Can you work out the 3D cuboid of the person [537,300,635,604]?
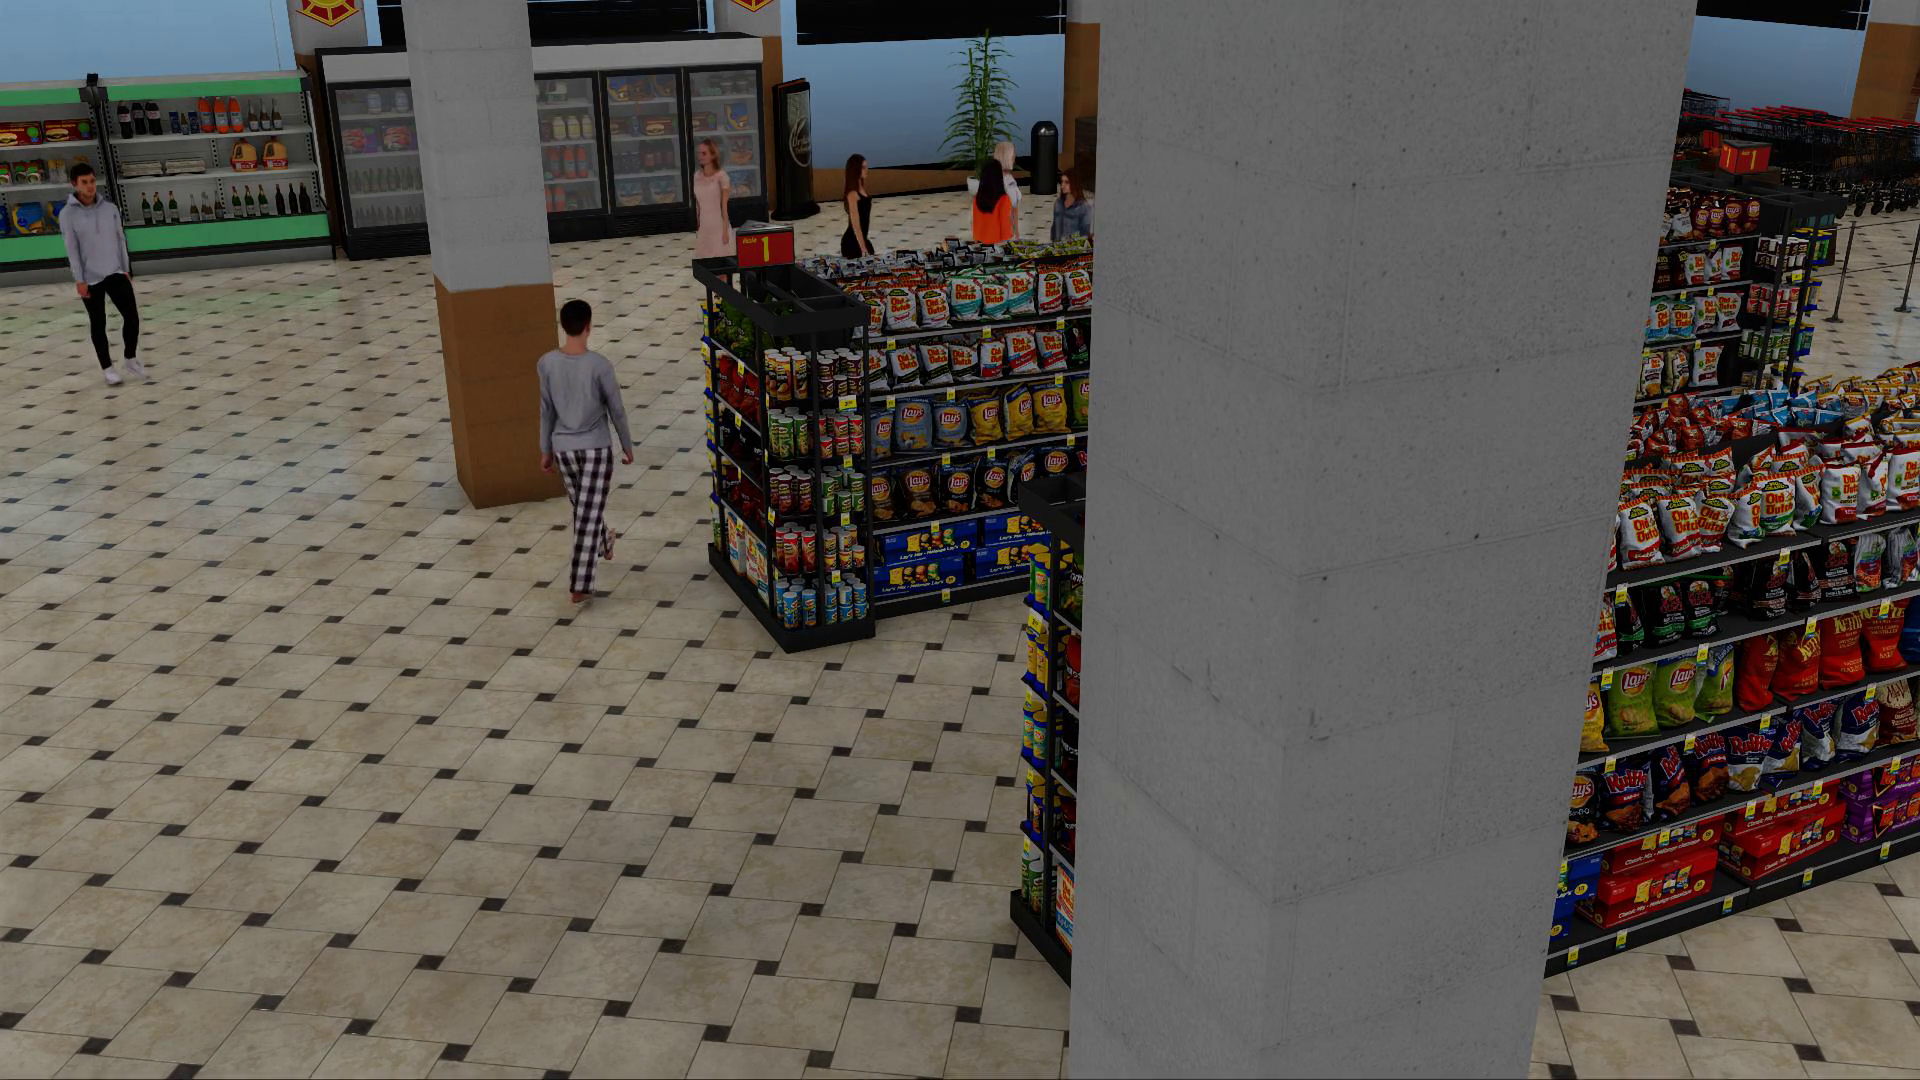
[{"bbox_3d":[-2.296,-0.490,10.024,1.187,1.803,1.135,3,22,8],"label":"person"}]

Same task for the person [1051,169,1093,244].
[{"bbox_3d":[1.072,-2.604,15.438,0.869,1.690,0.757,-20,29,-40],"label":"person"}]

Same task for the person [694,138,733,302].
[{"bbox_3d":[-2.343,-3.014,16.283,0.736,1.819,0.796,11,24,25],"label":"person"}]

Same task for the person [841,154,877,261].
[{"bbox_3d":[-1.080,-2.814,15.965,1.153,1.687,1.031,4,22,11],"label":"person"}]

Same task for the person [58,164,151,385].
[{"bbox_3d":[-7.470,-2.296,14.372,0.732,1.913,0.837,-20,29,-40],"label":"person"}]

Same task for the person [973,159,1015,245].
[{"bbox_3d":[0.253,-2.652,15.496,0.916,1.735,0.770,-20,30,-41],"label":"person"}]

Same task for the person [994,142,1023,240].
[{"bbox_3d":[0.441,-3.071,16.518,0.528,1.752,0.577,-12,25,-28],"label":"person"}]
